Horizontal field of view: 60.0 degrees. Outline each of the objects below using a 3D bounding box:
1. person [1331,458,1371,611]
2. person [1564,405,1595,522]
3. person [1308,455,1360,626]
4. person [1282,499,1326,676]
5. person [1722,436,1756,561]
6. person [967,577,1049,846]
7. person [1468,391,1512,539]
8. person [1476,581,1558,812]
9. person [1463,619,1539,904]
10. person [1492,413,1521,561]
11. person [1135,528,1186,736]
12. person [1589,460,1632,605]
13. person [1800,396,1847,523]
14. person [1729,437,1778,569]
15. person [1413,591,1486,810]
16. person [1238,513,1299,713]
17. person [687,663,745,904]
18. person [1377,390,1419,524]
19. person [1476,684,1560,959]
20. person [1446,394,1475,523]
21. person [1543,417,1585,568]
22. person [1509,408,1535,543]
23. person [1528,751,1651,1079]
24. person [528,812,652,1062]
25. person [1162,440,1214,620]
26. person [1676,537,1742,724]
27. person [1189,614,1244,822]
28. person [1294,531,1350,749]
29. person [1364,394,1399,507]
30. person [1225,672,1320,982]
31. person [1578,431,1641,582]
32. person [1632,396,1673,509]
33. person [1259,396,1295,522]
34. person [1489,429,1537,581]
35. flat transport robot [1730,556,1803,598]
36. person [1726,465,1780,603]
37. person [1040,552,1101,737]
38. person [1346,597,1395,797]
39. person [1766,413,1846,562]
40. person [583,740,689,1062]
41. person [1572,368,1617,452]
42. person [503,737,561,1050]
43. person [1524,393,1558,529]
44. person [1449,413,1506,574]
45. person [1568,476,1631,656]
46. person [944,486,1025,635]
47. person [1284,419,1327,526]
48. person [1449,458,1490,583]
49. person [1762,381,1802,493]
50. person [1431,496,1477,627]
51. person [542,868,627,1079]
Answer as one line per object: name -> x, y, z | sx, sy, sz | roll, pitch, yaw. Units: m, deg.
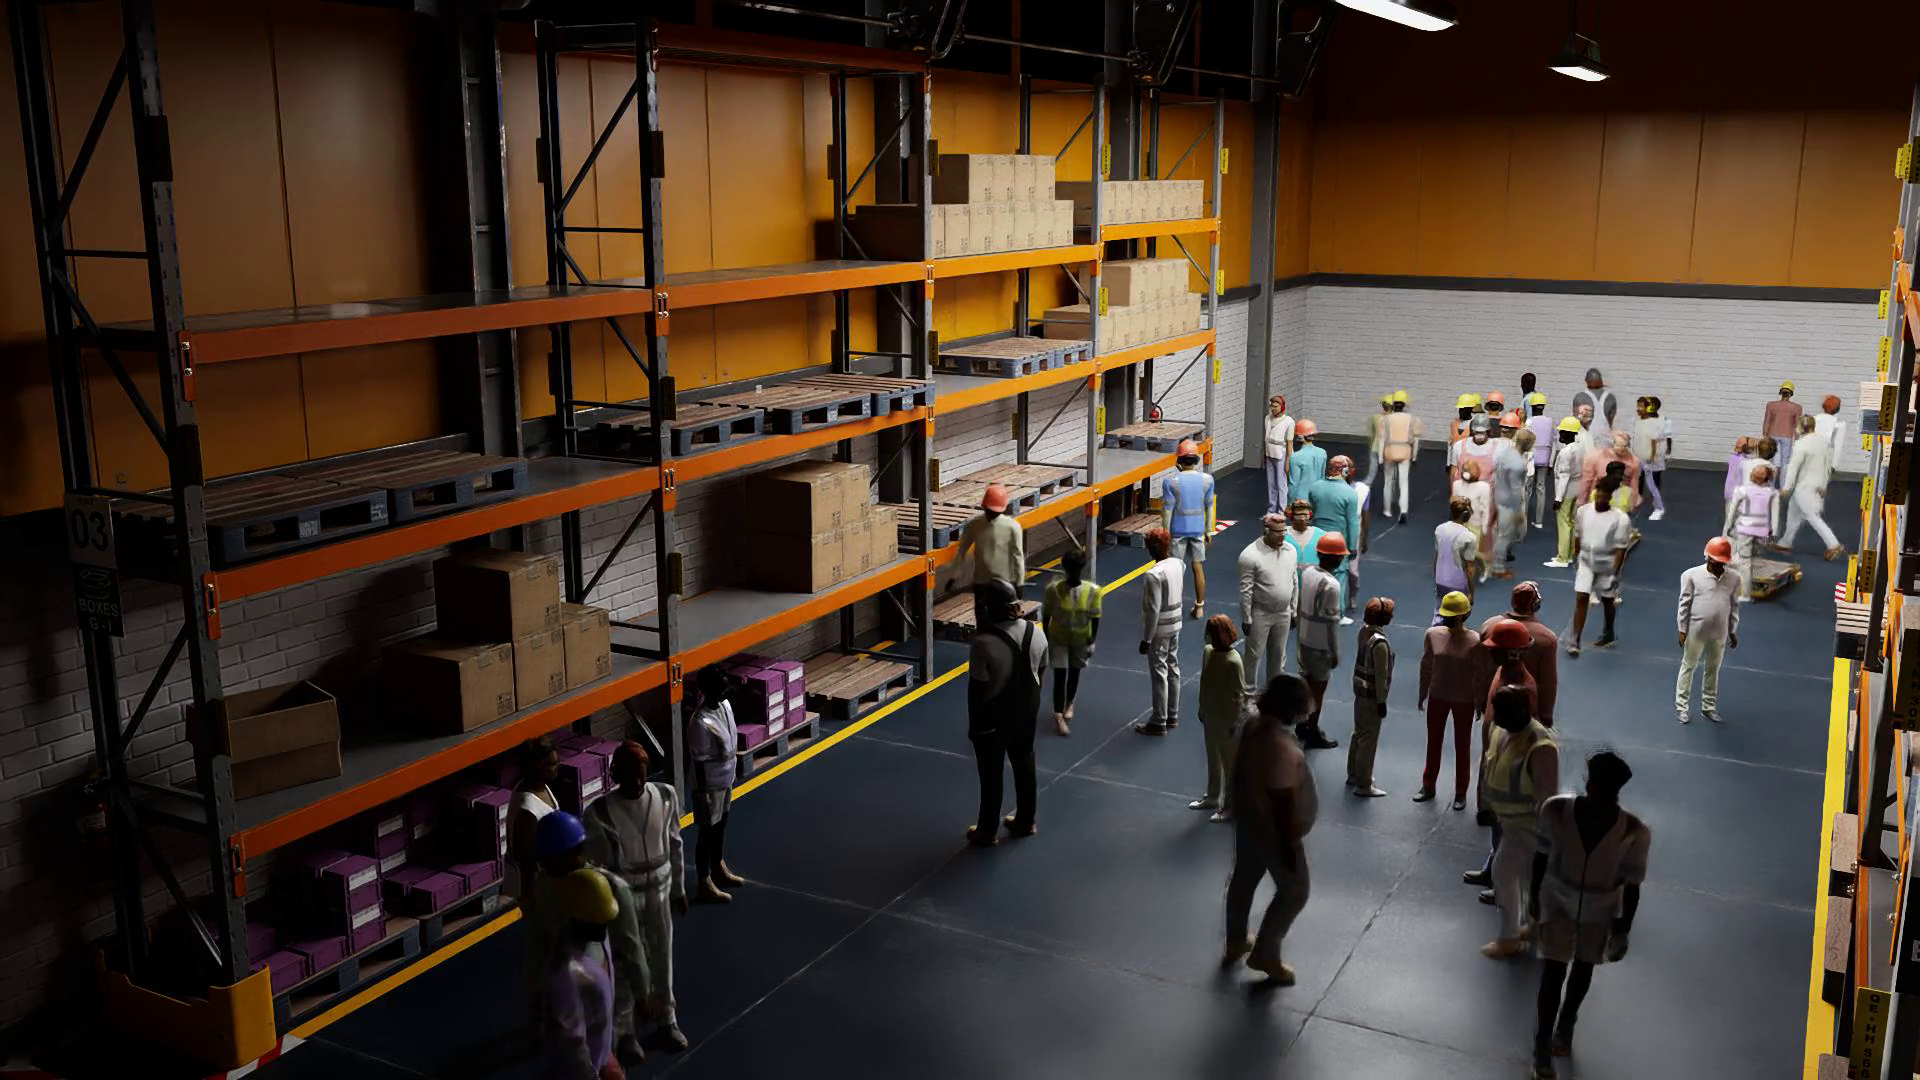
person -> 4.311, -0.035, 18.743 | 0.579, 1.832, 0.481 | 5, 13, 21
person -> 8.338, -0.886, 22.410 | 0.398, 1.899, 0.654 | 10, 16, 38
person -> 4.148, 0.002, 18.433 | 0.400, 1.899, 0.648 | -10, 16, -39
person -> 3.303, 0.497, 16.322 | 0.565, 1.846, 0.390 | -1, 13, -6
person -> 10.010, -0.535, 21.428 | 0.312, 1.631, 0.529 | 2, 13, 8
person -> 0.308, 1.259, 12.472 | 0.681, 2.000, 0.535 | -9, 15, -34
person -> 7.232, -1.019, 22.710 | 0.612, 2.030, 0.410 | 4, 13, 16
person -> 4.310, 1.249, 12.856 | 0.395, 1.899, 0.642 | -11, 17, -41
person -> 3.742, 1.512, 11.443 | 0.396, 1.992, 0.622 | 0, 13, 0
person -> 7.004, -0.680, 21.419 | 0.386, 1.929, 0.543 | -8, 15, -31
person -> 1.791, 0.808, 14.840 | 0.355, 1.887, 0.572 | 9, 15, 34
person -> 7.533, -0.090, 19.284 | 0.534, 1.699, 0.318 | -4, 13, -16
person -> 12.311, -1.157, 23.798 | 0.587, 1.826, 1.036 | 8, 15, 33
person -> 9.592, -0.347, 20.168 | 0.567, 1.828, 0.524 | -5, 14, -22
person -> 3.866, 1.256, 13.112 | 0.531, 1.765, 0.327 | 9, 15, 35
person -> 2.867, 0.683, 15.377 | 0.644, 1.900, 0.399 | -7, 14, -27
person -> -1.696, 1.660, 11.478 | 0.319, 1.690, 0.529 | 3, 13, 14
person -> 6.266, -1.195, 23.803 | 0.588, 1.899, 0.869 | 2, 13, 8
person -> 3.612, 1.784, 10.688 | 0.751, 1.792, 0.652 | -2, 13, -7
person -> 7.022, -1.078, 23.192 | 0.373, 1.925, 0.595 | -8, 15, -33
person -> 7.675, -0.605, 21.068 | 0.355, 1.930, 0.593 | 10, 16, 37
person -> 7.555, -0.871, 22.466 | 0.388, 1.837, 0.563 | 5, 13, 21
person -> 3.447, 2.059, 9.190 | 0.602, 1.908, 0.825 | 5, 14, 21
person -> -1.861, 2.247, 8.332 | 0.626, 1.914, 0.532 | 8, 15, 33
person -> 2.520, -0.106, 18.578 | 0.615, 2.040, 0.391 | -3, 13, -14
person -> 6.811, 0.815, 15.129 | 0.561, 1.742, 0.337 | 0, 13, -1
person -> 2.009, 1.366, 12.911 | 0.266, 1.631, 0.507 | -6, 14, -23
person -> 3.157, 0.869, 14.487 | 0.392, 1.931, 0.548 | -4, 13, -16
person -> 6.249, -1.301, 24.661 | 0.882, 1.719, 0.524 | -12, 17, -43
person -> 1.959, 1.741, 10.313 | 0.535, 2.000, 0.780 | -2, 13, -8
person -> 7.971, -0.413, 20.362 | 0.683, 1.861, 0.740 | 0, 13, 1
person -> 10.282, -1.302, 24.746 | 0.561, 1.688, 0.331 | 6, 14, 25
person -> 4.543, -1.152, 23.734 | 0.393, 1.836, 0.560 | -7, 14, -28
person -> 6.728, -0.417, 20.284 | 0.472, 1.901, 0.656 | 3, 13, 14
flat transport robot -> 9.654, 0.433, 20.167 | 0.652, 0.197, 1.431 | 11, 17, 41
person -> 9.243, -0.085, 19.455 | 0.489, 1.615, 0.563 | 1, 13, 3
person -> 0.990, 0.885, 15.014 | 0.533, 1.653, 0.752 | -1, 13, -4
person -> 3.325, 1.254, 13.418 | 0.312, 1.631, 0.514 | 0, 13, -2
person -> 11.045, -0.684, 21.523 | 0.637, 1.898, 0.958 | -10, 16, -38
person -> -1.829, 2.024, 9.422 | 0.588, 1.877, 0.360 | -9, 15, -34
person -> 9.715, -1.681, 25.634 | 0.708, 2.000, 1.042 | -1, 13, -3
person -> -2.422, 2.012, 9.543 | 0.377, 1.842, 0.569 | -2, 13, -10
person -> 8.055, -1.105, 23.346 | 0.588, 1.916, 0.400 | -2, 13, -9
person -> 6.425, -0.586, 20.734 | 0.682, 2.000, 0.535 | 7, 14, 29
person -> 6.629, 0.256, 17.270 | 0.613, 1.915, 0.945 | 12, 17, 43
person -> 0.253, 0.406, 16.491 | 0.740, 1.952, 0.494 | 7, 14, 28
person -> 4.220, -0.489, 20.399 | 0.612, 1.997, 0.376 | -10, 16, -37
person -> 6.115, -0.192, 19.926 | 0.557, 1.613, 0.510 | -12, 17, -43
person -> 12.788, -1.597, 25.909 | 0.532, 1.756, 0.337 | 6, 14, 26
person -> 4.893, 0.468, 16.489 | 0.341, 1.839, 0.501 | -8, 15, -33
person -> -1.679, 2.381, 7.764 | 0.628, 1.895, 0.743 | -2, 13, -7
